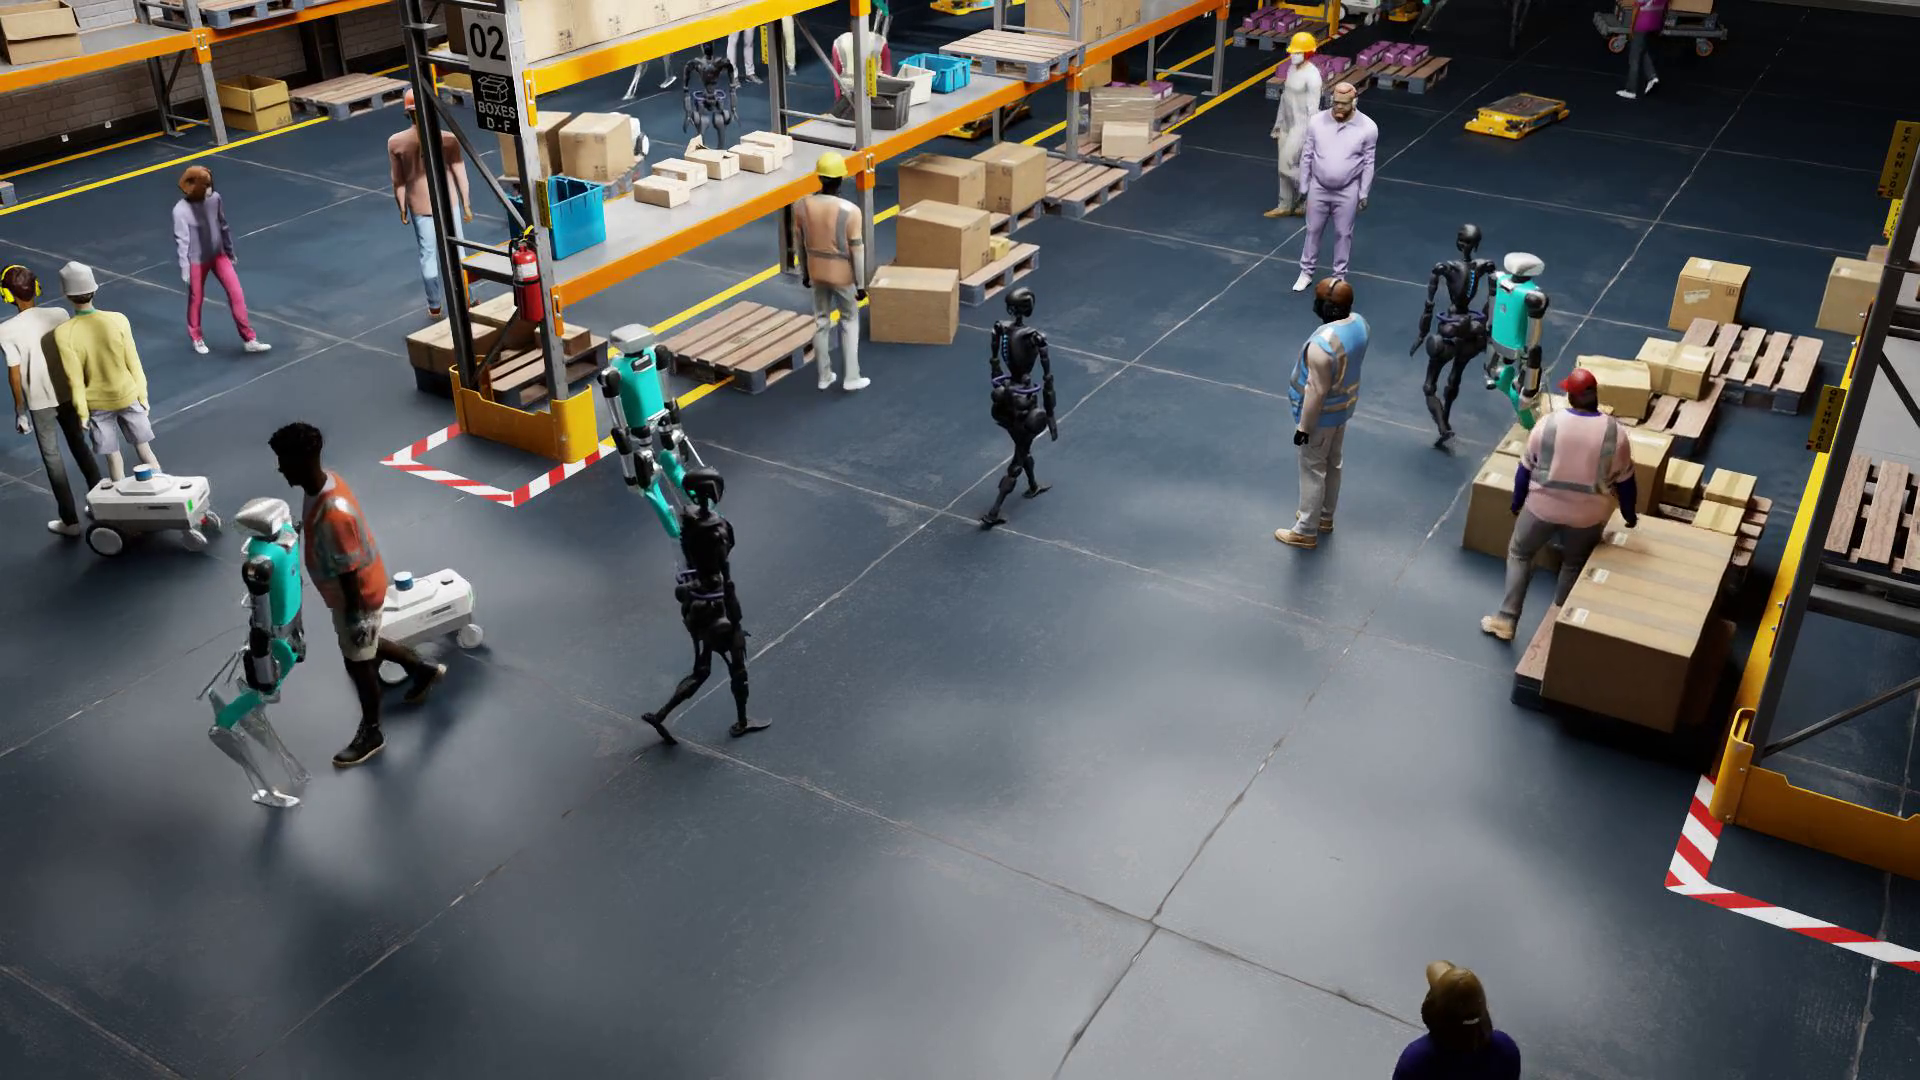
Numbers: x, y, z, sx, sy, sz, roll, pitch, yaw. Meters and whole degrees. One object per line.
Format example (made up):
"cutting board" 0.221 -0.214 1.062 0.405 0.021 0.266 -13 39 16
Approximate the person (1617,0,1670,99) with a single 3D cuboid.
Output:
"person" 8.544 -6.412 20.699 0.518 1.830 0.443 -14 33 -24

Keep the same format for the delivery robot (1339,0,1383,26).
"delivery robot" 5.961 -8.006 24.790 0.742 0.570 0.499 20 35 31

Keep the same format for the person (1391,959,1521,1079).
"person" 1.684 2.147 5.775 0.465 1.606 0.598 -3 30 -5

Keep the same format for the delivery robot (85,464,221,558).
"delivery robot" -5.362 -0.228 11.022 0.738 0.563 0.499 -1 29 -1

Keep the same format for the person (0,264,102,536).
"person" -5.989 -0.911 10.949 0.350 1.854 0.526 16 33 25

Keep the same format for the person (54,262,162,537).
"person" -5.552 -0.904 10.897 0.470 1.891 0.385 -23 37 -35

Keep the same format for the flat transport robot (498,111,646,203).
"flat transport robot" -3.975 -3.540 17.203 0.659 0.231 1.431 5 30 8

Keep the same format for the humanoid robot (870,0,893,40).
"humanoid robot" -1.144 -7.684 23.069 0.669 1.829 0.536 -26 38 -37

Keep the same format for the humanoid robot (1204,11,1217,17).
"humanoid robot" 3.923 -8.666 24.840 0.544 1.821 0.837 25 38 37

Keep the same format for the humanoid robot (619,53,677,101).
"humanoid robot" -3.923 -6.435 20.897 0.530 1.772 1.029 24 37 36

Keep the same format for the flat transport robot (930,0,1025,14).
"flat transport robot" 0.297 -8.359 25.728 1.431 0.231 0.659 -22 36 -34

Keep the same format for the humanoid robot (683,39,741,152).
"humanoid robot" -2.623 -4.512 17.500 0.610 1.652 0.307 -9 31 -15

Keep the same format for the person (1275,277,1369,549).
"person" 2.344 -0.827 10.807 0.429 1.840 0.633 20 35 31

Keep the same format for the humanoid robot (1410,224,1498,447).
"humanoid robot" 3.643 -1.504 12.183 0.608 1.647 0.559 -6 30 -10

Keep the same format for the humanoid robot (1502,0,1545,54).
"humanoid robot" 7.766 -7.489 22.783 0.590 1.635 0.625 -2 30 -3

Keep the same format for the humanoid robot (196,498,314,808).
"humanoid robot" -3.593 0.608 8.403 0.771 1.794 0.543 -1 29 -1

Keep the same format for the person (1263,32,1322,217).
"person" 3.341 -4.117 16.586 0.453 1.880 0.594 -8 31 -14

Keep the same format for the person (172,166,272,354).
"person" -6.123 -2.278 13.617 0.788 1.587 0.570 14 32 23

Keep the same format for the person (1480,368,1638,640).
"person" 3.555 -0.170 9.761 0.801 1.732 0.456 11 31 18

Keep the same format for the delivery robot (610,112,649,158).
"delivery robot" -3.815 -4.468 18.572 0.499 0.612 0.789 4 30 8

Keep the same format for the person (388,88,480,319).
"person" -4.521 -2.889 14.304 0.622 1.989 0.397 -5 30 -9

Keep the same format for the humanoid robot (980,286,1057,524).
"humanoid robot" 0.406 -0.921 11.195 0.585 1.623 0.792 26 38 38

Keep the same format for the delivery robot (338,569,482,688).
"delivery robot" -3.256 0.477 9.817 0.806 0.604 0.499 -24 37 -36

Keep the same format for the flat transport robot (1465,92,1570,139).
"flat transport robot" 6.705 -5.095 19.955 0.659 0.231 1.431 24 37 36

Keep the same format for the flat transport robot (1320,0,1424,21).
"flat transport robot" 6.281 -8.108 25.284 1.431 0.231 0.659 21 36 32

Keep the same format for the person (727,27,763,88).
"person" -2.802 -6.816 21.295 0.489 1.949 0.424 -19 34 -30

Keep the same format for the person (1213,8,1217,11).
"person" 3.814 -8.855 25.135 0.741 1.709 0.560 -11 31 -18

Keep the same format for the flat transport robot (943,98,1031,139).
"flat transport robot" 0.221 -5.117 19.993 0.659 0.231 1.431 17 33 27

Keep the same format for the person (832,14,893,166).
"person" -1.042 -4.733 17.745 0.638 1.817 0.712 6 30 10

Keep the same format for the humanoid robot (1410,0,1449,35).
"humanoid robot" 6.734 -8.087 23.796 0.795 1.812 0.531 25 38 36

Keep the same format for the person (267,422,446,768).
"person" -3.174 0.238 8.832 0.662 1.937 0.649 -20 35 -31

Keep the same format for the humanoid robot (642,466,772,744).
"humanoid robot" -1.395 0.378 8.880 0.684 1.642 0.600 -17 34 -27

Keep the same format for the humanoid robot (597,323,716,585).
"humanoid robot" -1.747 -0.374 10.225 0.726 1.900 0.562 18 34 28

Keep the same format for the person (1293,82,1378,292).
"person" 3.319 -3.108 14.779 0.651 1.904 0.405 10 31 18

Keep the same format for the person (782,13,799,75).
"person" -2.388 -7.113 22.063 0.567 1.712 0.854 -4 30 -7

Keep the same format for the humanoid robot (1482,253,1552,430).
"humanoid robot" 3.933 -1.095 11.490 0.711 1.884 0.539 -11 31 -18

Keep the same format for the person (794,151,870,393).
"person" -0.983 -2.075 12.934 0.589 1.924 0.408 12 31 20

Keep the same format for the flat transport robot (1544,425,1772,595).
"flat transport robot" 4.538 0.029 10.890 0.659 0.231 1.431 17 34 27
